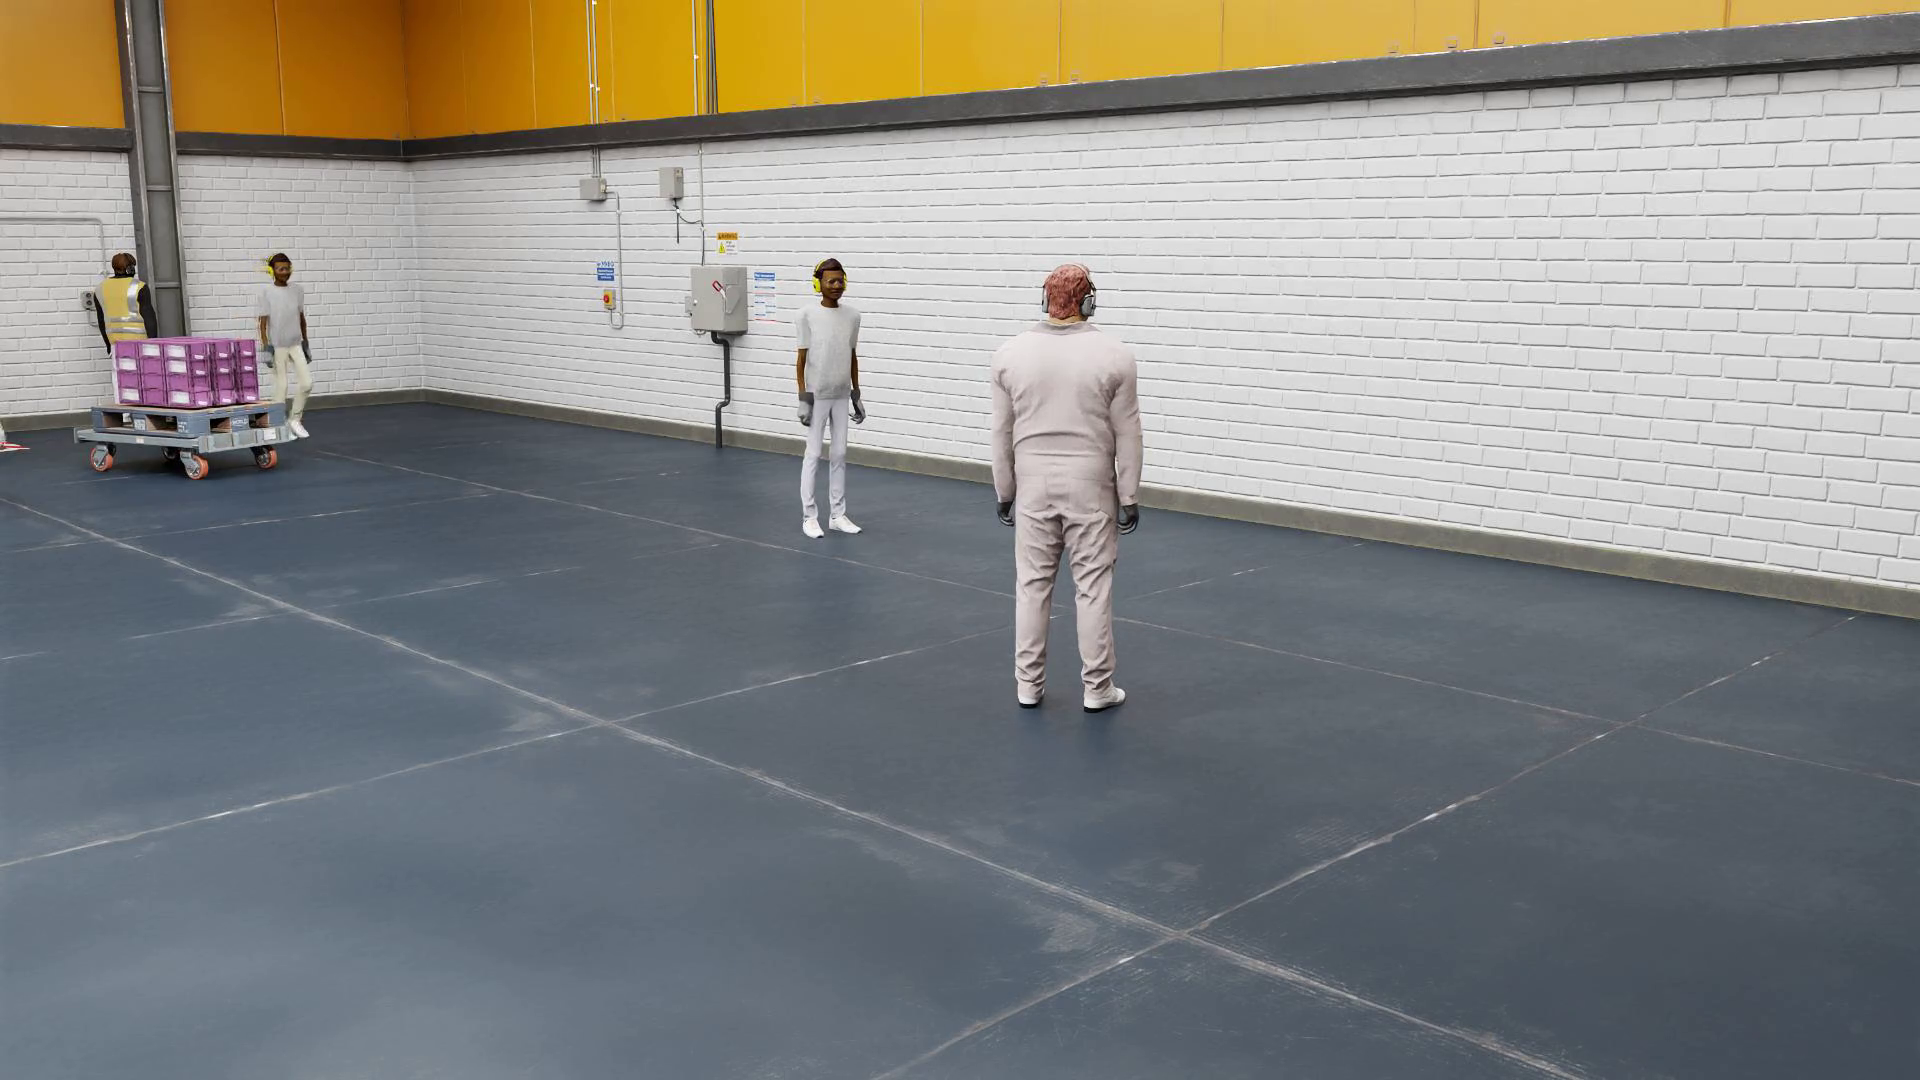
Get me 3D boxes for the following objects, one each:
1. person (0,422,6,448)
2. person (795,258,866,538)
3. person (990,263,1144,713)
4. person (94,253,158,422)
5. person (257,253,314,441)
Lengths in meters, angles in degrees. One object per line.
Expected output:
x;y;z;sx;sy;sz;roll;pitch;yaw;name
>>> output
-7.389;-1.045;12.380;0.524;1.620;0.376;3;11;14;person
-0.866;-0.949;11.234;0.521;1.856;0.335;-7;13;-34;person
0.459;-0.213;7.074;0.651;1.907;0.409;3;11;16;person
-8.589;-2.045;17.240;0.626;1.844;0.429;1;10;8;person
-6.644;-1.897;16.405;0.440;1.849;0.552;8;13;38;person
